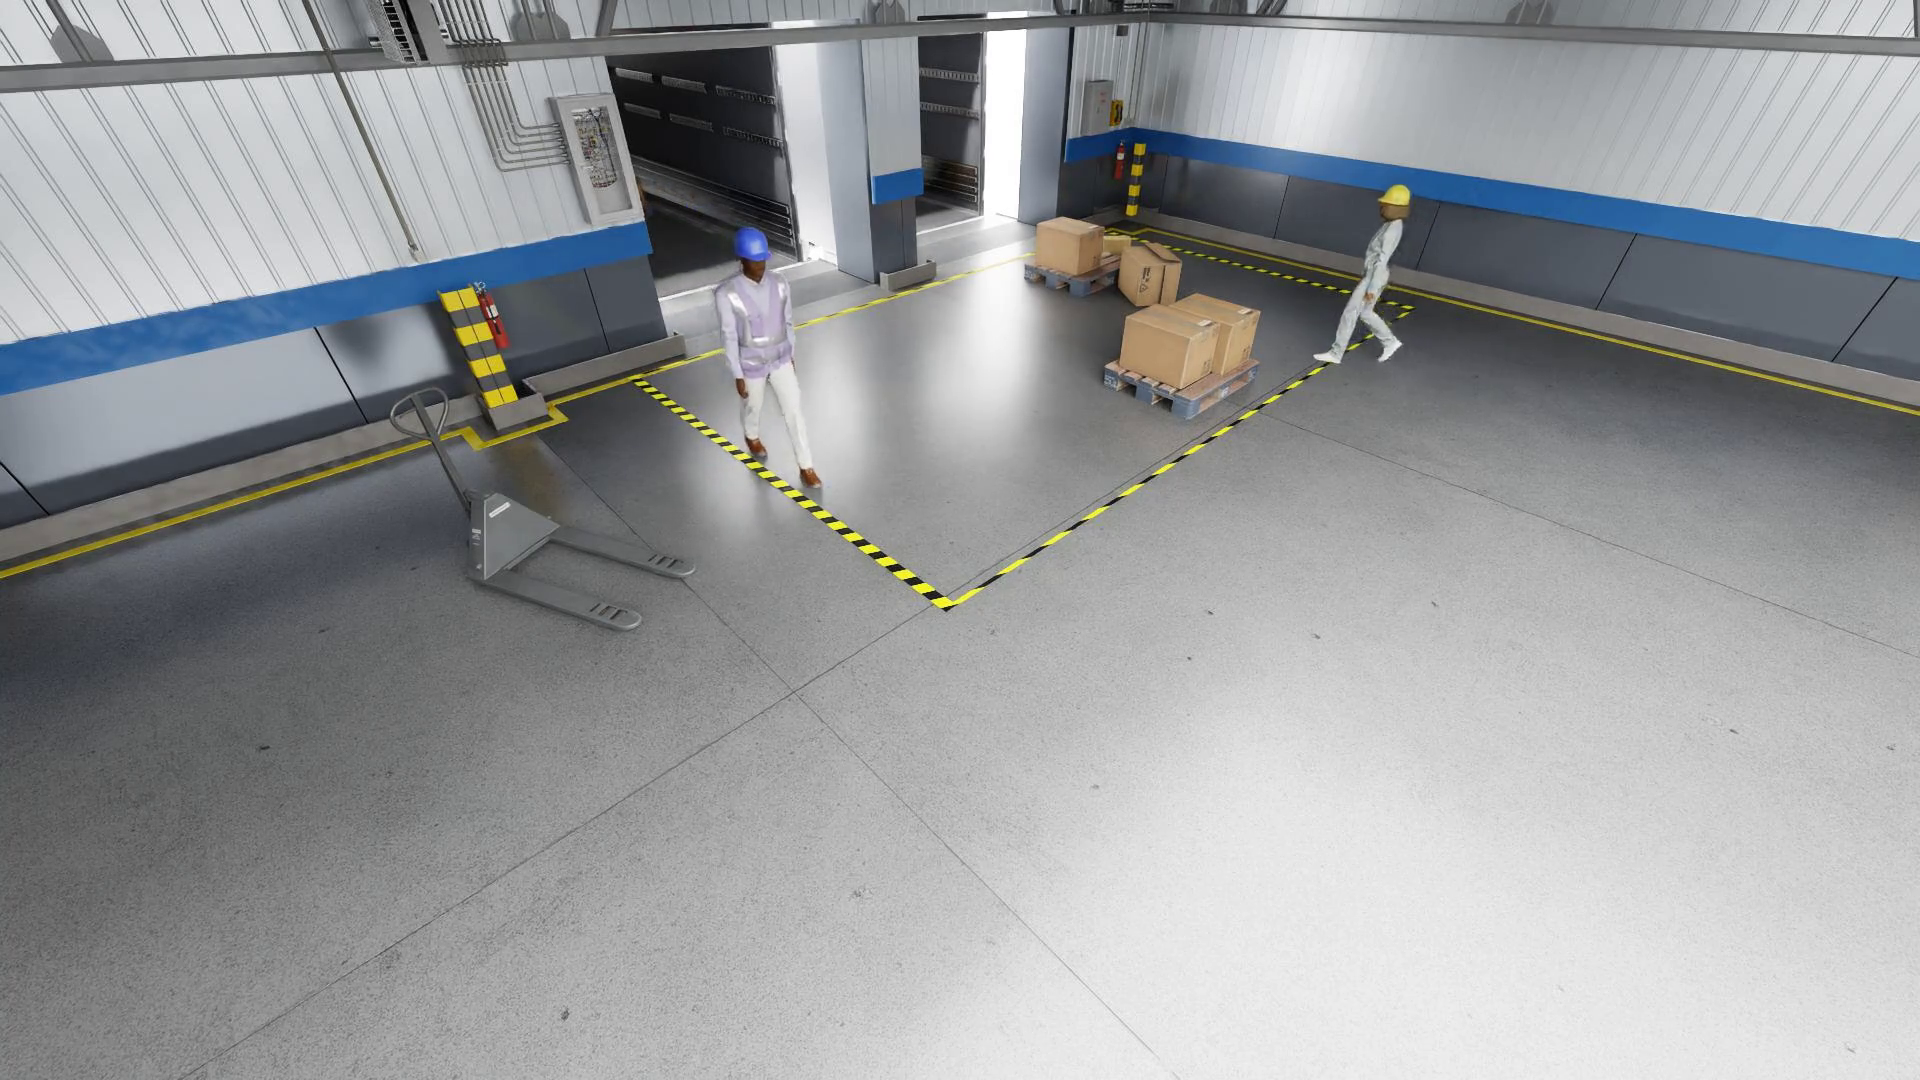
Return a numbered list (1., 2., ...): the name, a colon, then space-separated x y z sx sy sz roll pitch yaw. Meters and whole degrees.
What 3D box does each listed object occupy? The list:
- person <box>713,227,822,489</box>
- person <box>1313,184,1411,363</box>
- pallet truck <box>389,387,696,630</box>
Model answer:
1. person: -1.474 -1.346 5.483 0.612 1.899 1.009 -25 44 -29
2. person: 4.089 -2.516 7.131 0.752 1.718 0.477 21 42 25
3. pallet truck: -2.613 -0.247 4.593 1.601 1.201 0.680 14 40 17
